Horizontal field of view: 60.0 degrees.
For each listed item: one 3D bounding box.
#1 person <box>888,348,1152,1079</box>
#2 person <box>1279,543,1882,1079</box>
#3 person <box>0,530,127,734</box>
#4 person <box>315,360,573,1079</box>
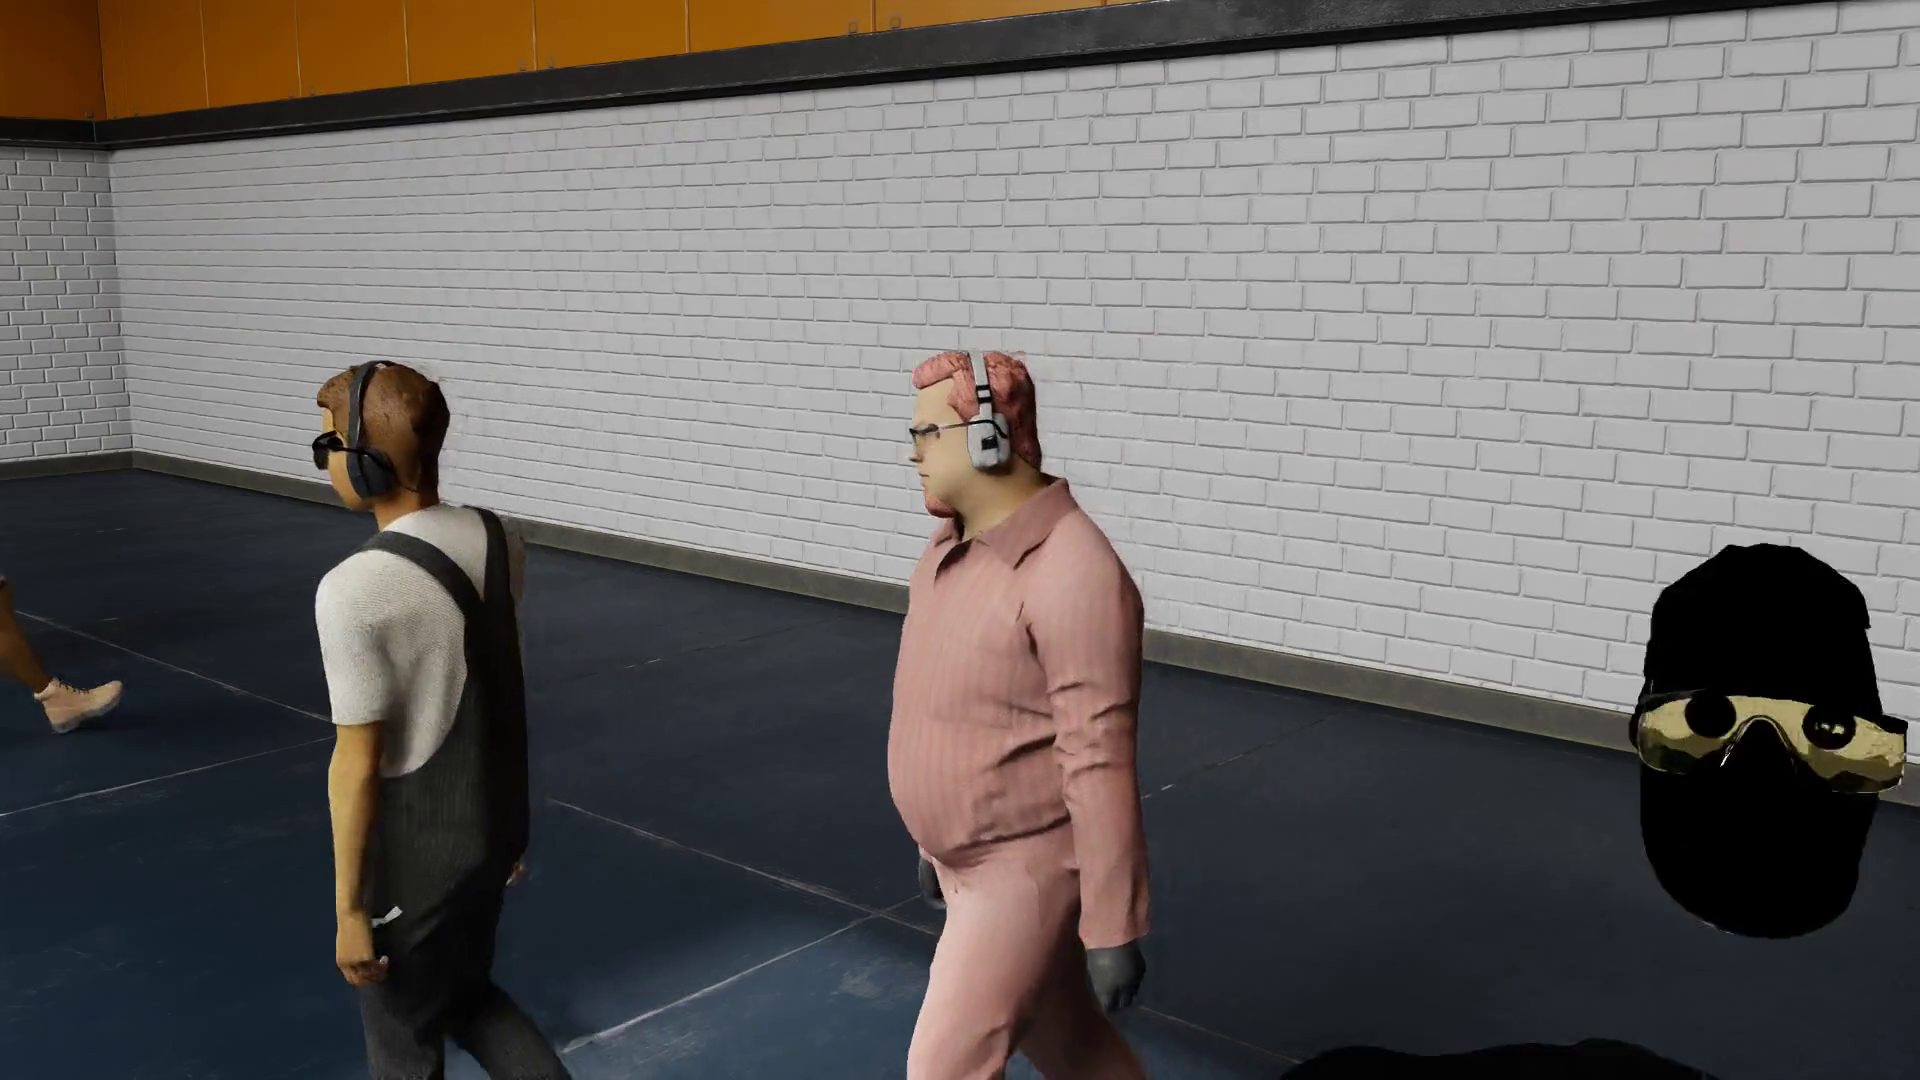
[{"bbox_3d":[0.107,0.578,3.057,0.991,1.863,0.651,-4,11,-21],"label":"person"},{"bbox_3d":[0.484,0.910,1.060,0.648,1.879,1.050,3,10,17],"label":"person"},{"bbox_3d":[-4.037,-0.143,6.724,1.026,1.987,0.637,-8,13,-37],"label":"person"},{"bbox_3d":[-0.912,0.582,3.078,0.538,1.826,0.534,4,11,21],"label":"person"}]
